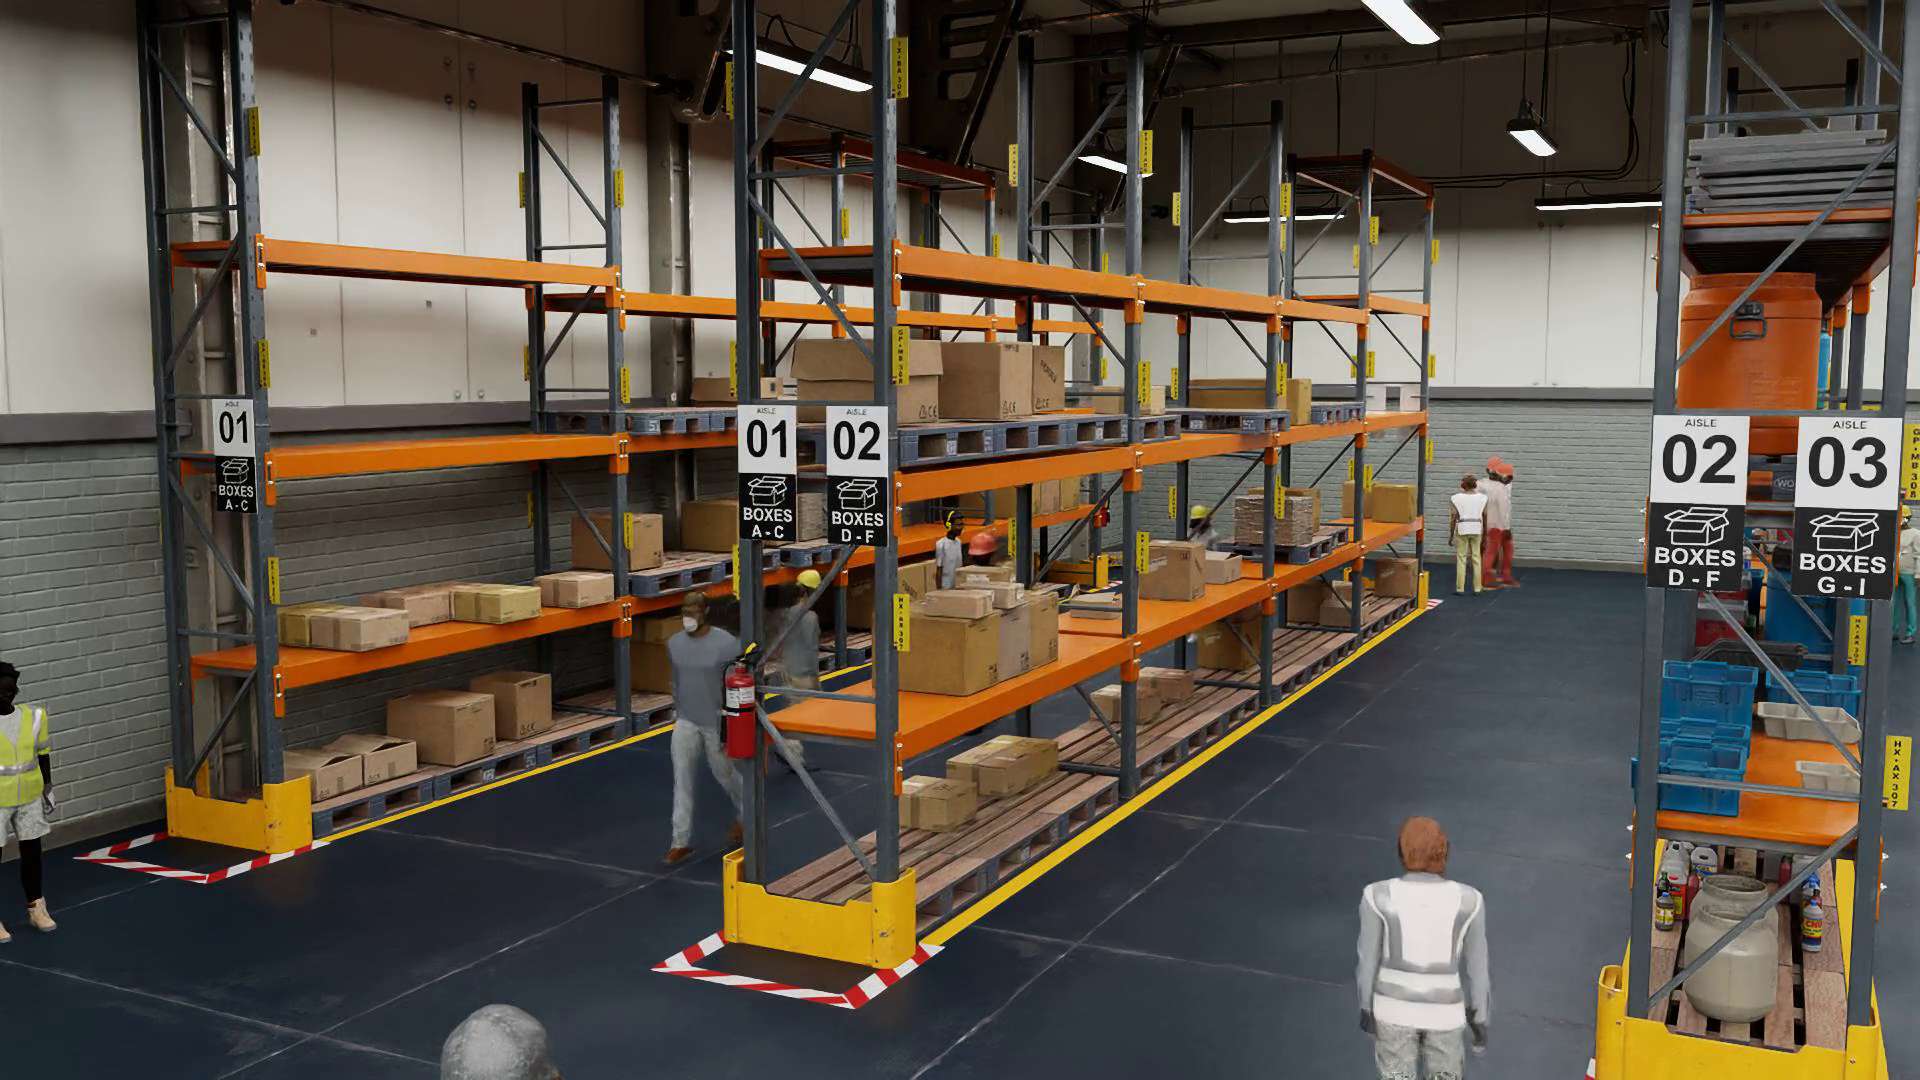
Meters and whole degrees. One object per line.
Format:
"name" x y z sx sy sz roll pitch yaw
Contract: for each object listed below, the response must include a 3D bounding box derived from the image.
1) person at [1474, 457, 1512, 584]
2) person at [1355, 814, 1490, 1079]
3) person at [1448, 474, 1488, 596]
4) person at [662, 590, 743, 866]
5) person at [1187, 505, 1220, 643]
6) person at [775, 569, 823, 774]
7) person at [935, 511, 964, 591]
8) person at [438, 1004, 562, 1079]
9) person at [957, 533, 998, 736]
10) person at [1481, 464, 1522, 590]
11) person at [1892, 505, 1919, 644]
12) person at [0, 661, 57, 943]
"person" 8.489 -0.309 26.491 0.609 2.040 0.395 -1 6 -5
"person" 1.870 1.932 6.739 0.521 1.621 0.428 1 6 5
"person" 7.664 -0.064 25.059 0.572 1.840 0.373 0 6 0
"person" -1.769 1.279 11.761 0.630 1.908 0.934 2 6 22
"person" 3.032 0.416 20.903 0.500 1.727 0.574 3 6 24
"person" -1.314 1.118 13.991 0.415 1.745 0.548 -3 7 -26
"person" -0.106 0.599 18.551 0.328 1.861 0.510 3 7 28
"person" -1.018 2.034 3.711 0.683 2.000 0.538 1 6 6
"person" 0.233 0.860 15.874 0.560 1.894 0.995 3 7 25
"person" 8.446 -0.194 25.751 0.790 1.964 0.621 2 6 15
"person" 11.770 0.419 20.810 0.342 1.759 0.528 -3 7 -26
"person" -5.730 1.561 10.001 0.320 1.689 0.537 4 7 36
